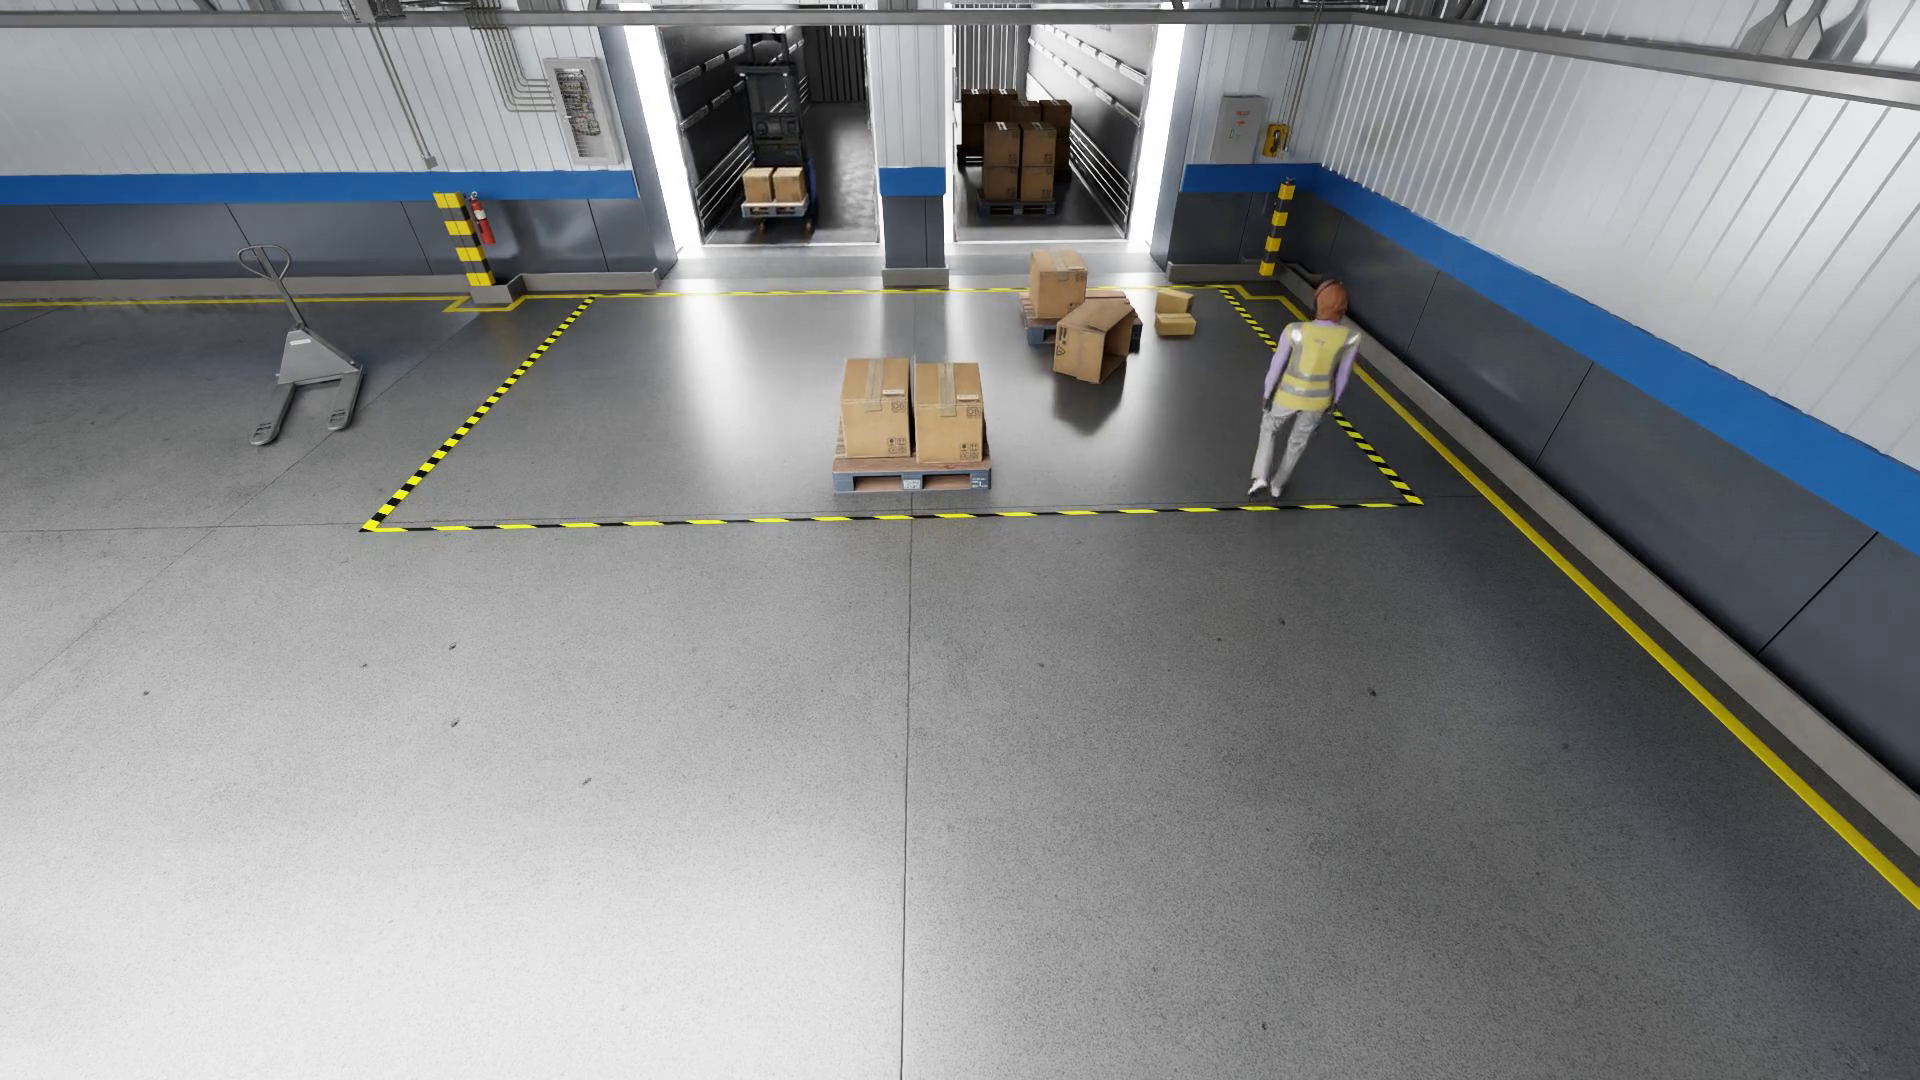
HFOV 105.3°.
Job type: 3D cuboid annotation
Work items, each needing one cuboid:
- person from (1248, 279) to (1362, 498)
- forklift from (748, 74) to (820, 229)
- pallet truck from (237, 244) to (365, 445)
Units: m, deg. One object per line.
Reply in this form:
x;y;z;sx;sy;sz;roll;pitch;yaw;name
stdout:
2.349;-0.949;5.061;0.524;1.623;0.503;12;40;15;person
-2.637;-5.945;11.030;0.716;2.013;0.776;-1;38;-2;forklift
-5.915;-1.733;6.366;0.680;1.201;1.601;-18;42;-21;pallet truck
